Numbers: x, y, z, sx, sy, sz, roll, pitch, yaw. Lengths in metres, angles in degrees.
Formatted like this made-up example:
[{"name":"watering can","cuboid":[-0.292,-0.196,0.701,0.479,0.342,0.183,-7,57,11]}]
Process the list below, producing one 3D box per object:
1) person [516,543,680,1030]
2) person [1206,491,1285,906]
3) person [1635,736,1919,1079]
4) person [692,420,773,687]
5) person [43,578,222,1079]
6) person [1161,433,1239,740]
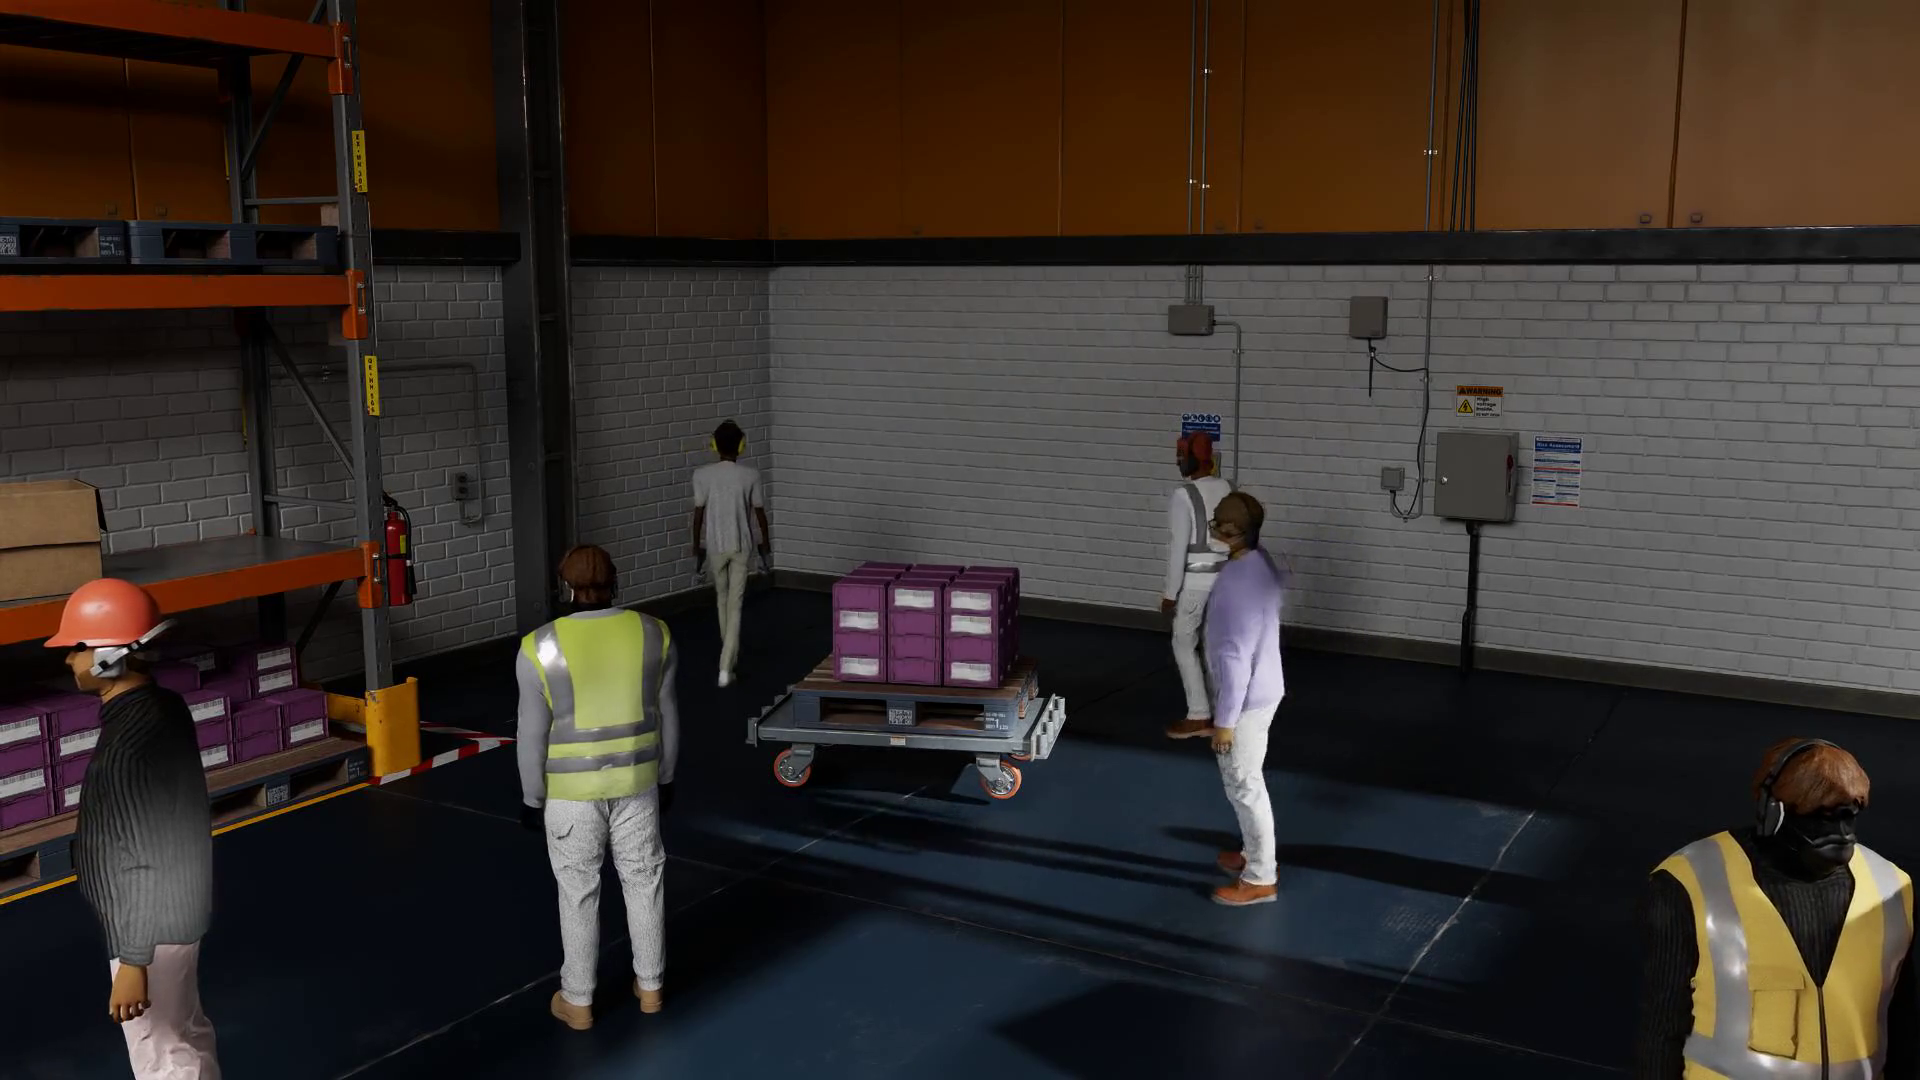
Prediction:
[{"name":"person","cuboid":[-1.367,0.922,6.293,0.621,1.843,0.429,-5,10,-27]},{"name":"person","cuboid":[1.267,0.715,7.409,0.372,1.906,0.692,2,9,12]},{"name":"person","cuboid":[1.840,1.333,3.759,0.625,1.836,0.428,0,9,1]},{"name":"person","cuboid":[-1.591,0.070,11.685,0.536,1.813,0.995,0,9,1]},{"name":"person","cuboid":[-2.334,1.091,4.755,0.394,1.992,0.622,-3,9,-17]},{"name":"person","cuboid":[1.506,0.275,10.245,0.721,1.872,0.459,-8,12,-40]}]
